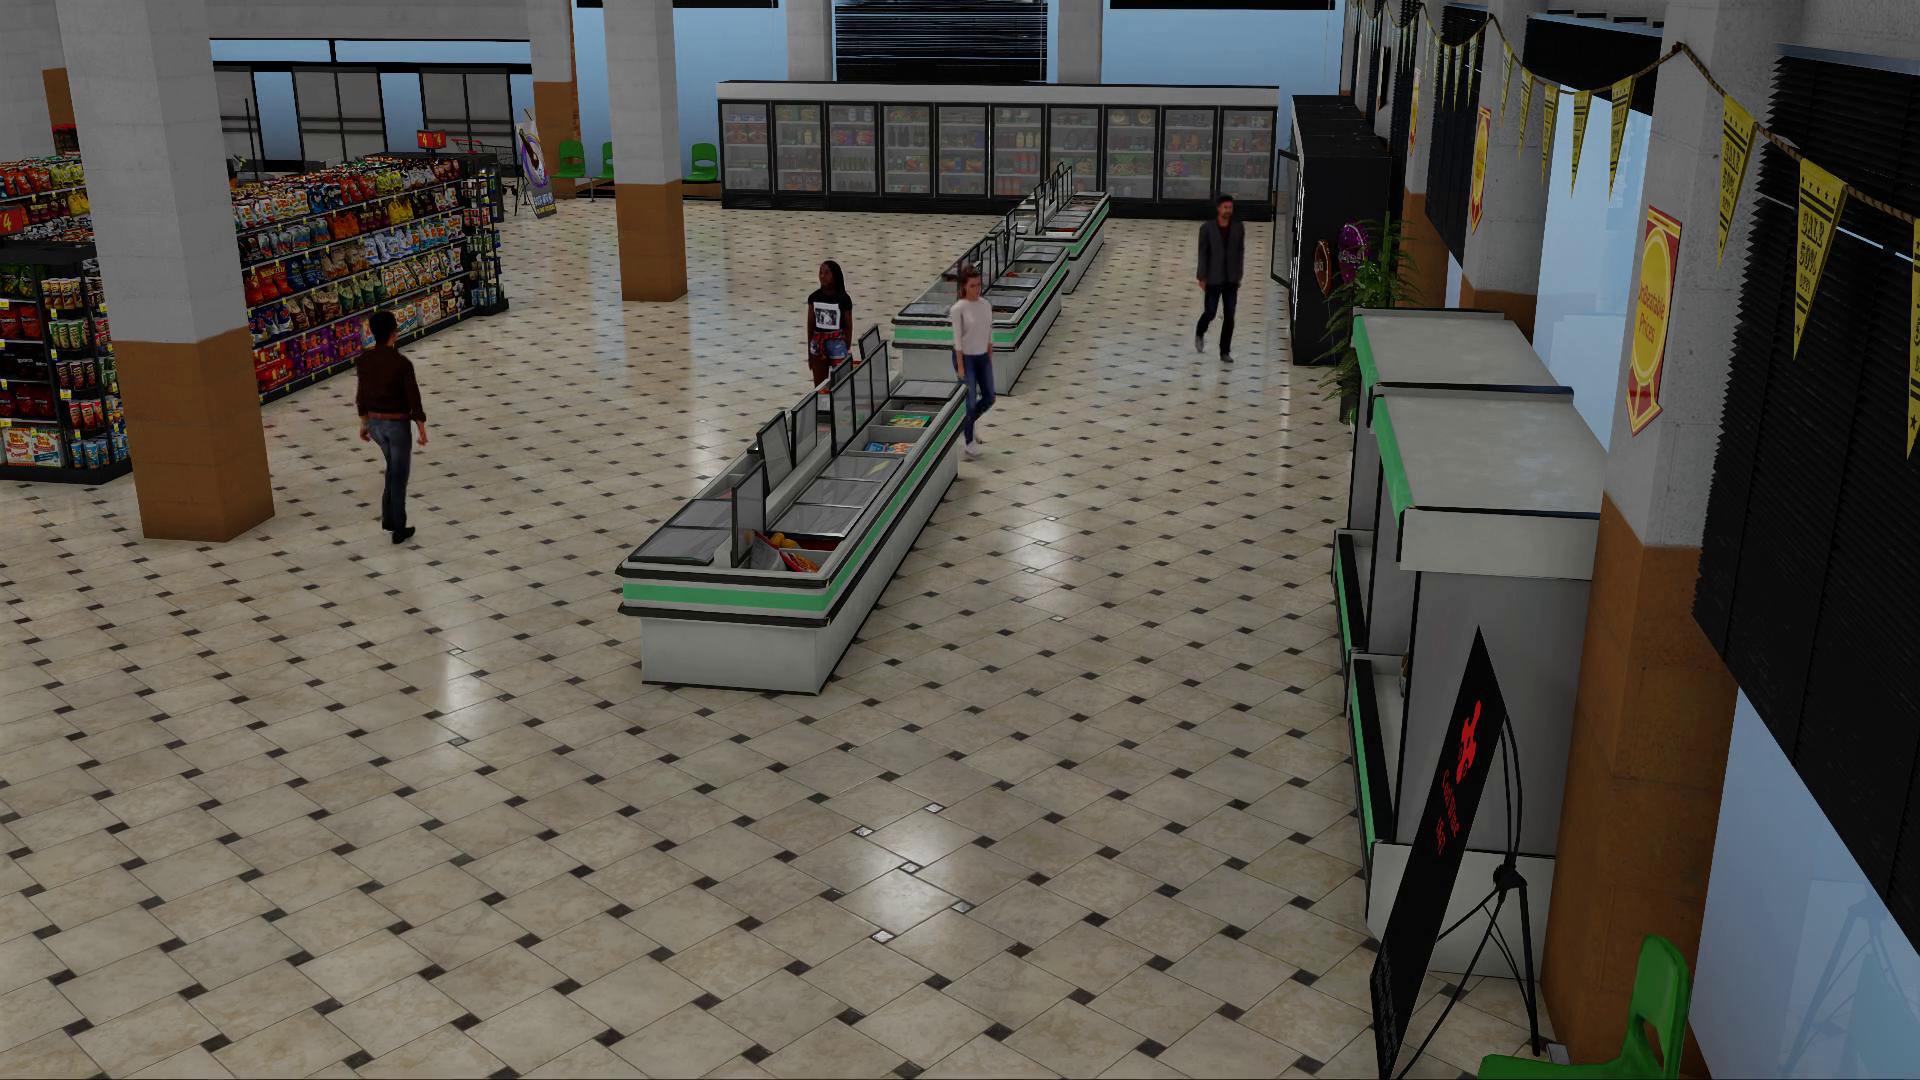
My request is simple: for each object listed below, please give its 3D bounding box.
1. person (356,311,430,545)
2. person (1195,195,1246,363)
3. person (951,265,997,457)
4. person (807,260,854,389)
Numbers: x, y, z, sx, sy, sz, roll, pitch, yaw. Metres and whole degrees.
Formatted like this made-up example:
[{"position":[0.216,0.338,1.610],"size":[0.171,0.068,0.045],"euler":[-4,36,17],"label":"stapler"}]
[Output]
[{"position":[-4.321,-0.817,12.491],"size":[0.700,1.773,0.630],"euler":[5,19,14],"label":"person"},{"position":[2.897,-2.927,18.619],"size":[0.878,1.855,1.040],"euler":[-3,19,-10],"label":"person"},{"position":[0.051,-1.605,14.918],"size":[0.799,1.714,0.861],"euler":[-13,23,-34],"label":"person"},{"position":[-1.179,-1.690,15.148],"size":[0.647,1.728,0.640],"euler":[6,20,18],"label":"person"}]
